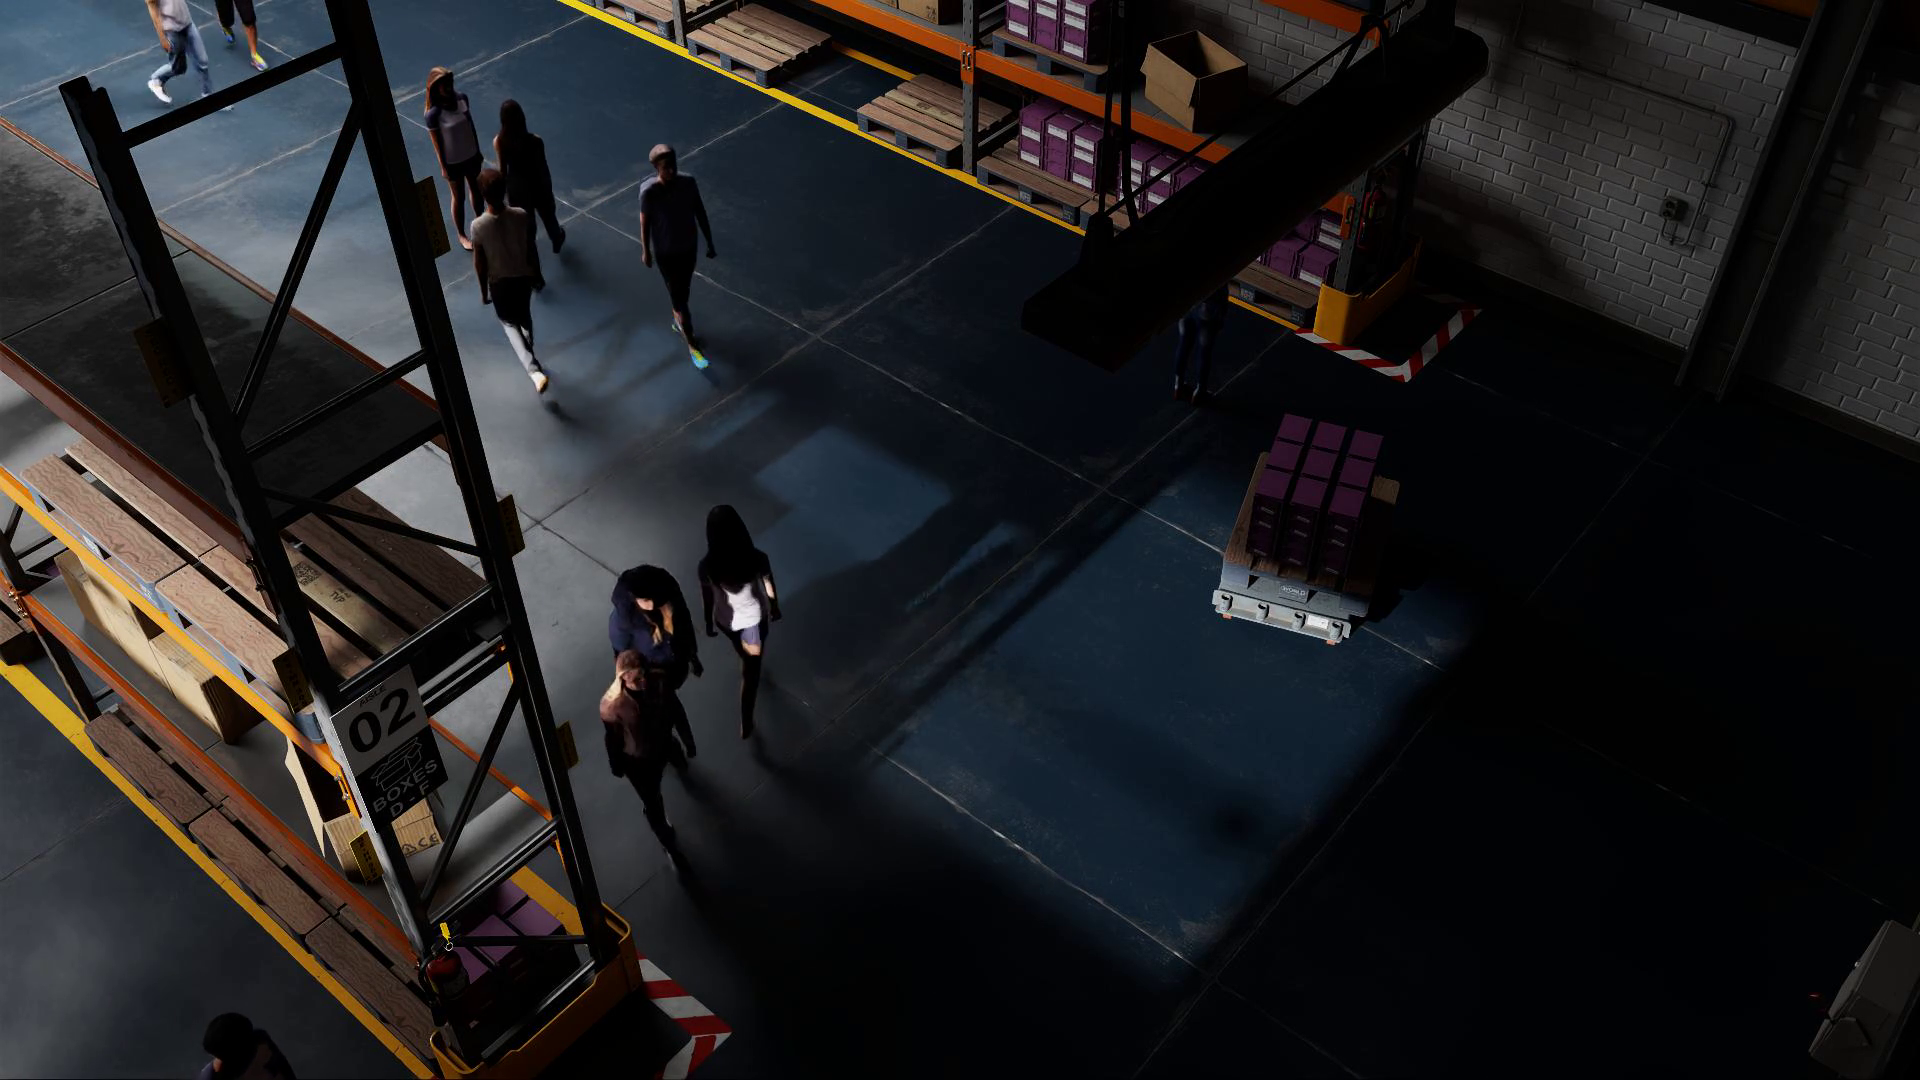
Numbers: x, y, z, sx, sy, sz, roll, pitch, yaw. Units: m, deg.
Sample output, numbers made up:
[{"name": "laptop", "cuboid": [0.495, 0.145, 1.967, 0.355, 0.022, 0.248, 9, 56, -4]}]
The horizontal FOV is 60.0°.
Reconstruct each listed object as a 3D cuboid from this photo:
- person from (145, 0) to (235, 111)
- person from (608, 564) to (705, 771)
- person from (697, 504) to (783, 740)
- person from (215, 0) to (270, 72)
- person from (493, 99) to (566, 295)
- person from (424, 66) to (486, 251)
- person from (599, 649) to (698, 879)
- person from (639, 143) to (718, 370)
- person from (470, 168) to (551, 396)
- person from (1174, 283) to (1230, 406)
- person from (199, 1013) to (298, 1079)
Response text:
[{"name": "person", "cuboid": [-7.722, -4.962, 16.209, 1.169, 1.701, 0.975, 7, 44, 7]}, {"name": "person", "cuboid": [-1.931, 0.704, 10.292, 0.663, 1.659, 0.645, 31, 52, 29]}, {"name": "person", "cuboid": [-1.385, 0.555, 10.454, 1.091, 1.652, 1.142, -2, 44, -3]}, {"name": "person", "cuboid": [-7.489, -5.723, 16.914, 0.727, 1.830, 1.115, -30, 51, -28]}, {"name": "person", "cuboid": [-3.662, -2.865, 14.055, 1.127, 1.637, 1.120, 1, 44, 1]}, {"name": "person", "cuboid": [-4.372, -3.346, 14.493, 0.526, 1.727, 0.577, 29, 51, 27]}, {"name": "person", "cuboid": [-1.883, 1.178, 9.782, 0.721, 1.677, 0.923, -32, 52, -29]}, {"name": "person", "cuboid": [-2.329, -2.373, 13.375, 0.845, 1.861, 1.105, -27, 50, -26]}, {"name": "person", "cuboid": [-3.469, -1.986, 12.959, 0.874, 1.876, 1.193, -25, 49, -24]}, {"name": "person", "cuboid": [1.859, -1.755, 12.906, 0.485, 1.614, 0.662, 28, 50, 26]}, {"name": "person", "cuboid": [-3.503, 2.756, 8.219, 0.588, 1.548, 0.616, 22, 48, 22]}]
